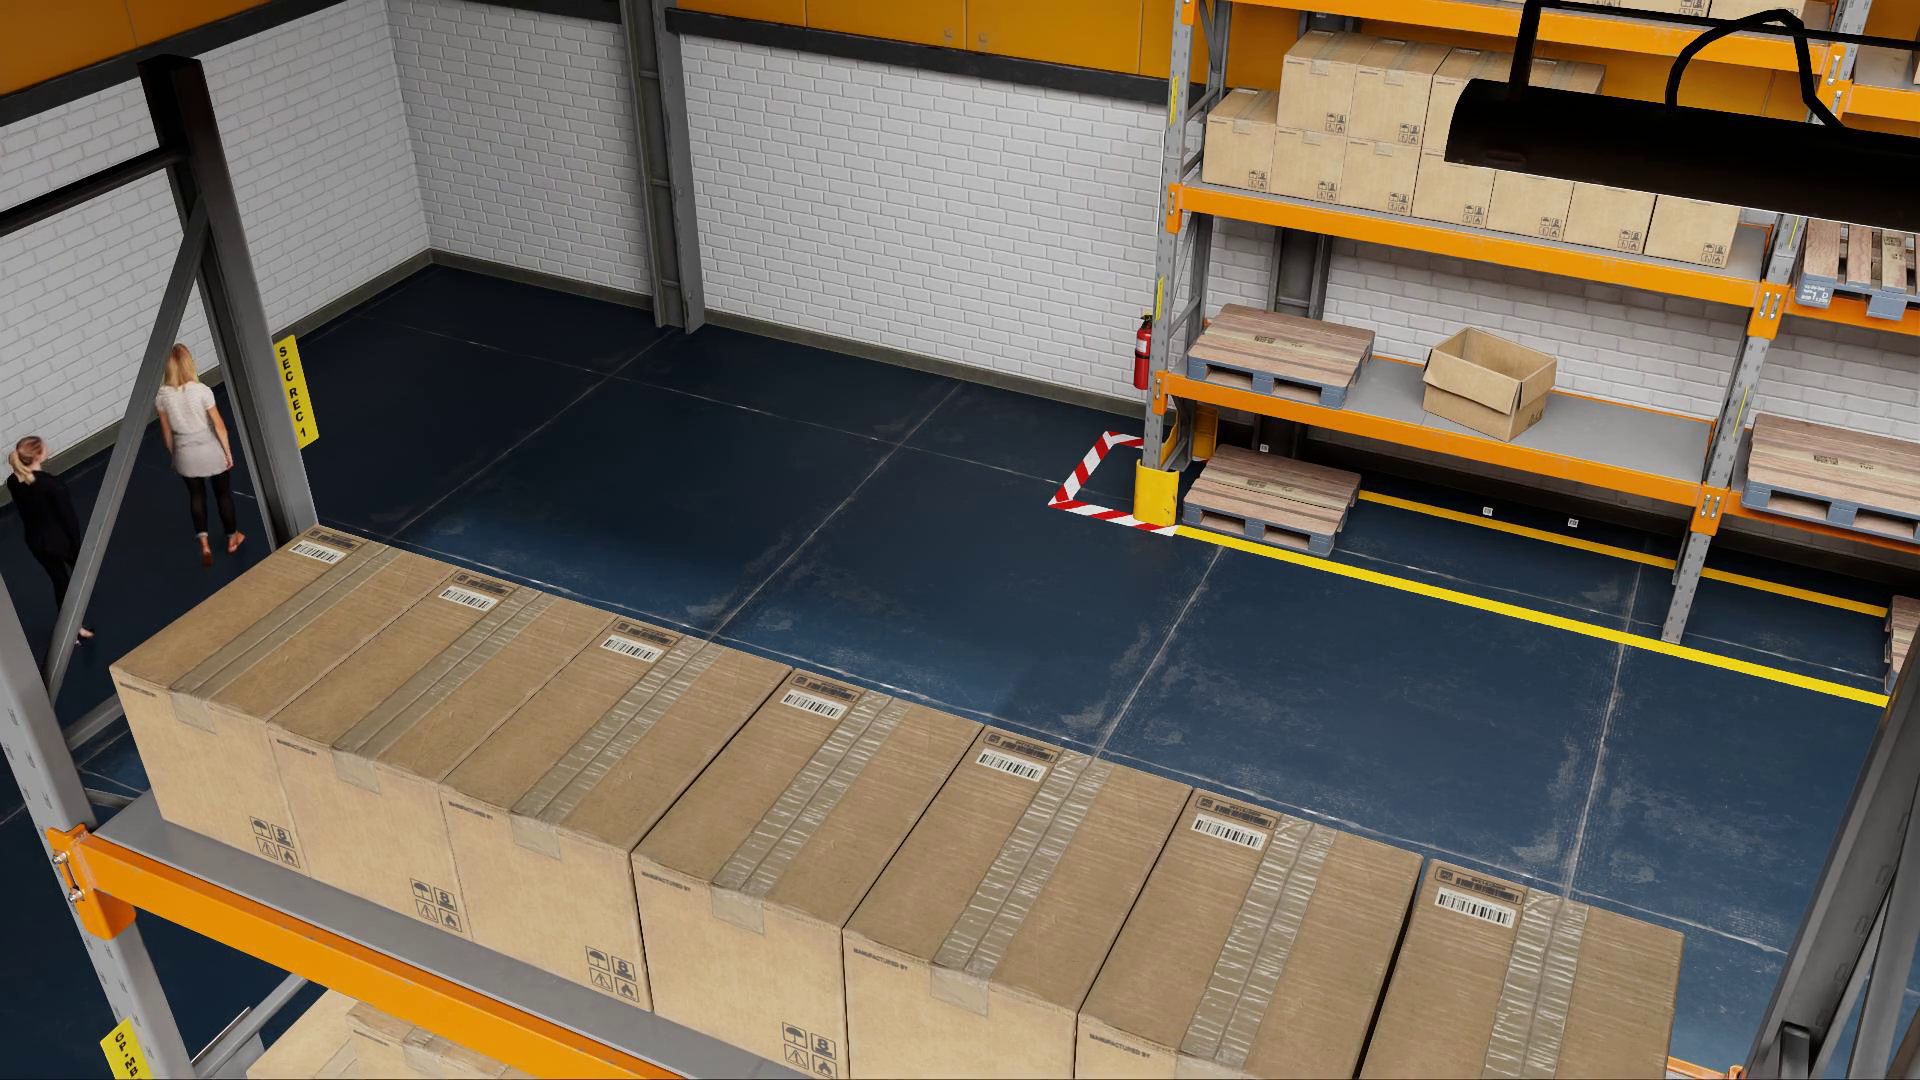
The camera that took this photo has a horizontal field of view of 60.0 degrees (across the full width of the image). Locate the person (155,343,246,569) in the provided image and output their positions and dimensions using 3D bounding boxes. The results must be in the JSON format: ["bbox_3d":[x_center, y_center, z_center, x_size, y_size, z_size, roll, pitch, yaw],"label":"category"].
[{"bbox_3d":[-5.652,-0.582,12.335,0.965,1.816,0.977,-6,34,-9],"label":"person"}]

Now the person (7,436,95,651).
[{"bbox_3d":[-6.251,0.090,11.434,0.743,1.693,0.825,1,34,1],"label":"person"}]
